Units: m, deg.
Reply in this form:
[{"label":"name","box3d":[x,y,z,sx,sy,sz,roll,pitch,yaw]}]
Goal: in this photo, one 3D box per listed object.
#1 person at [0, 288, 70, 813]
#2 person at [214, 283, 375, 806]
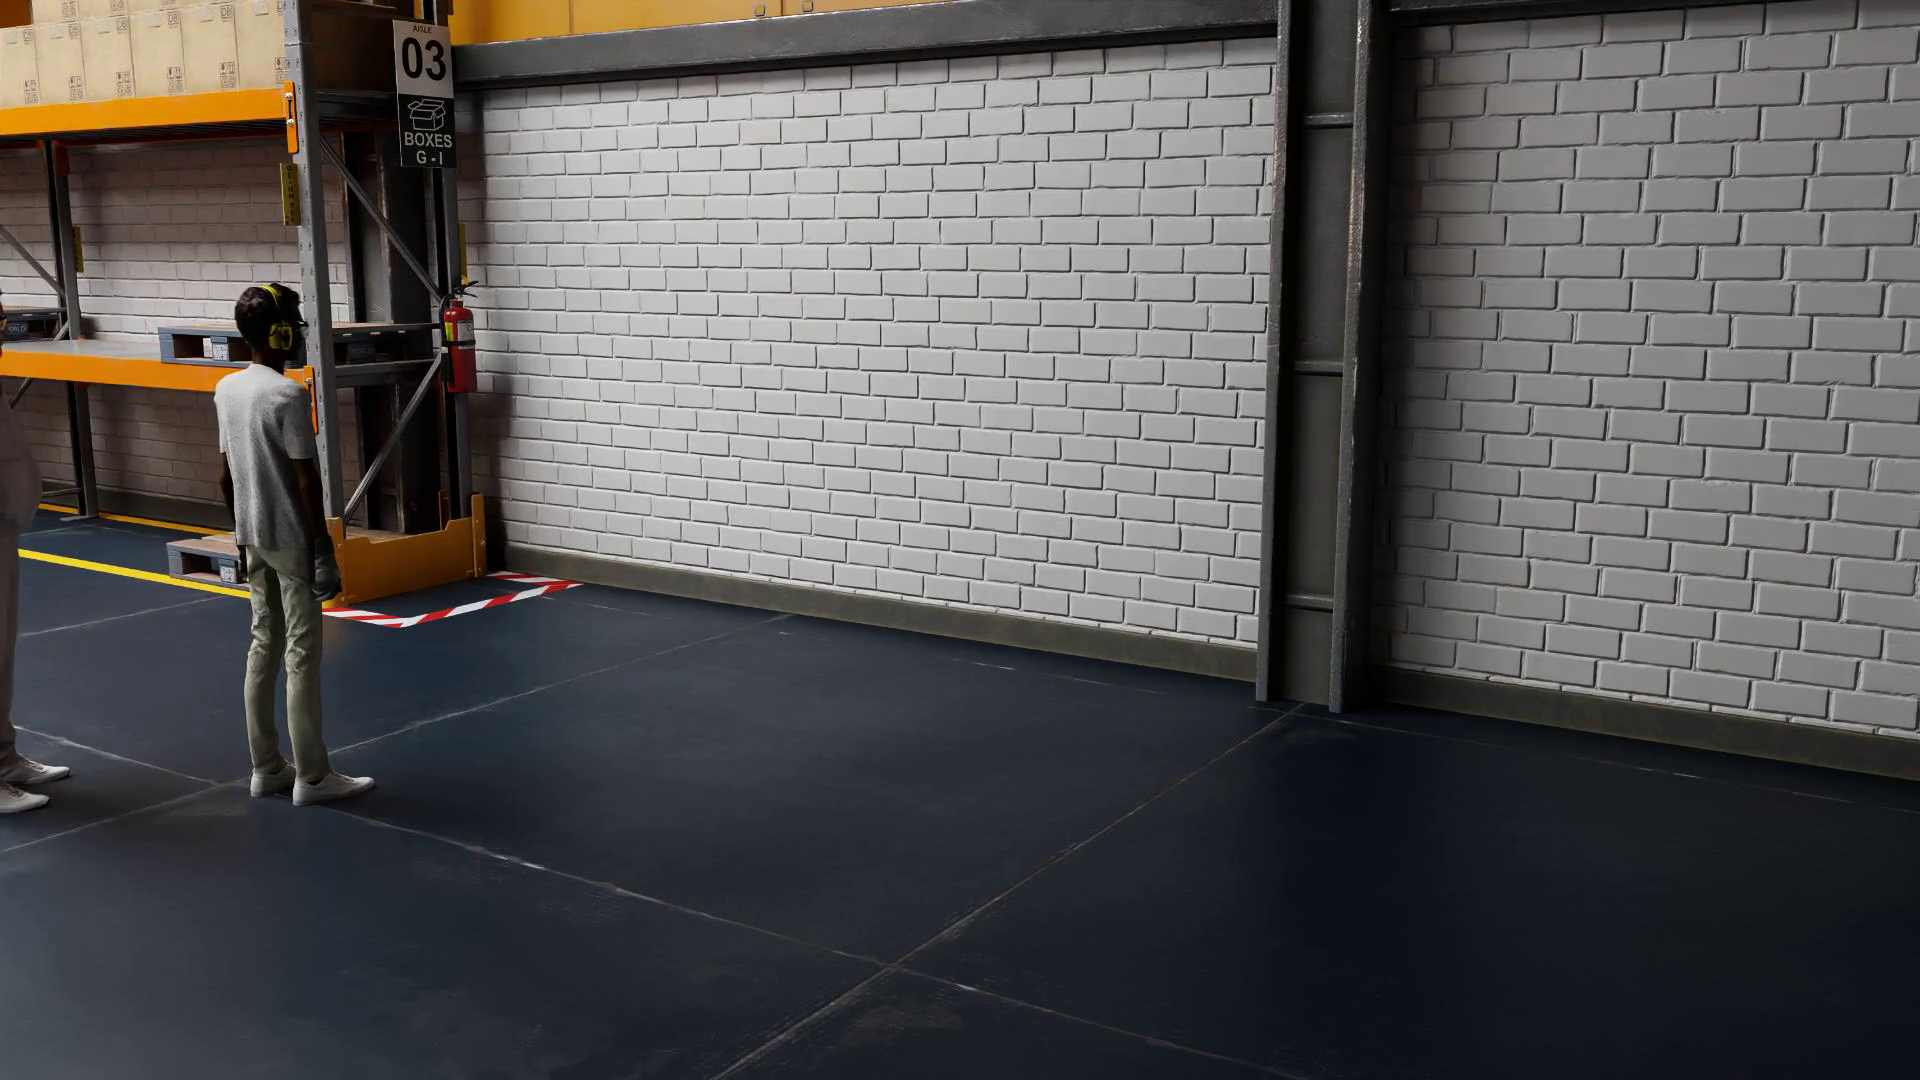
[{"label":"person","box3d":[-3.468,0.024,5.909,0.399,1.897,0.647,-4,11,-23]},{"label":"person","box3d":[-2.423,0.022,5.982,0.514,1.872,0.328,6,12,30]}]
